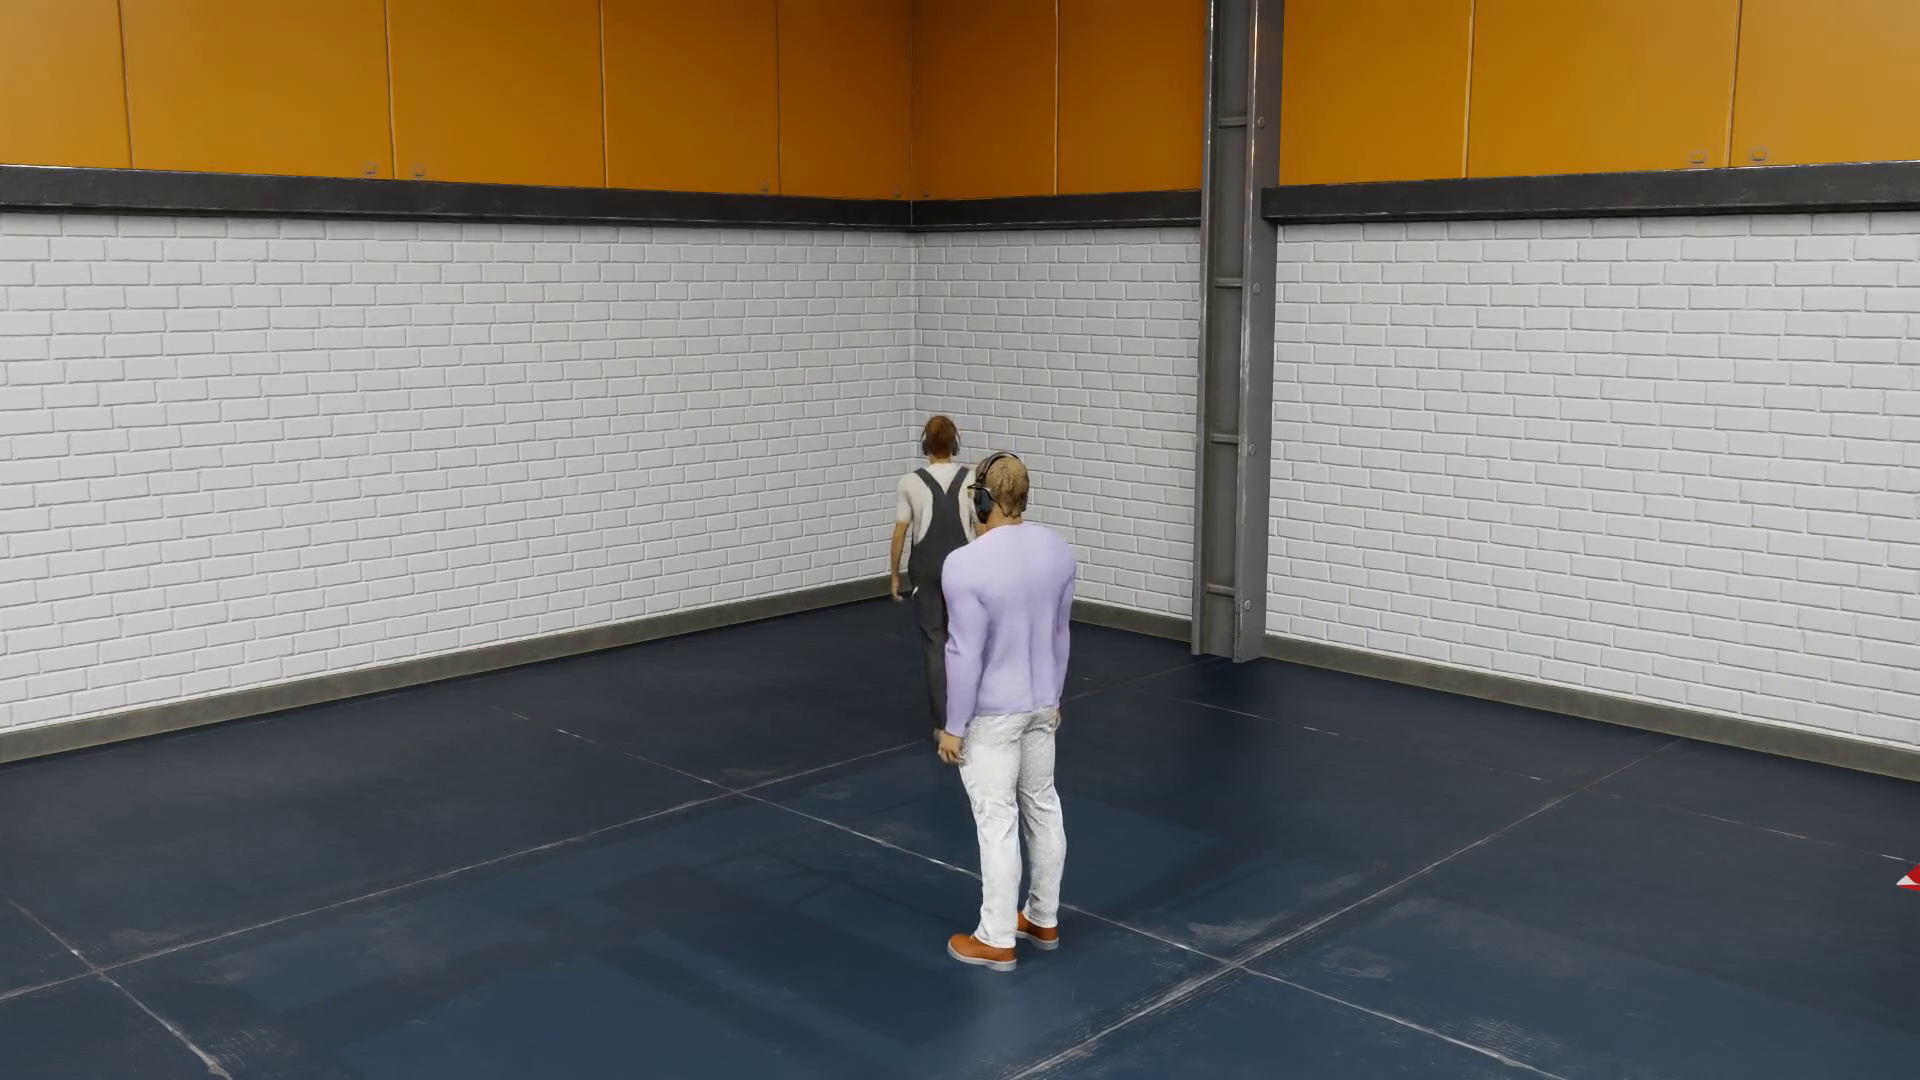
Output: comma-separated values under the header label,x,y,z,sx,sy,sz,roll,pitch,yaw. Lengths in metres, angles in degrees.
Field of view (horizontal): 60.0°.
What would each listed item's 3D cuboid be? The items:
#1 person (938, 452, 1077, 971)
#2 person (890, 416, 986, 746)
label,x,y,z,sx,sy,sz,roll,pitch,yaw
person,0.168,0.637,6.219,0.629,1.940,0.377,-9,13,-43
person,-0.124,0.198,9.351,0.533,1.791,0.953,-2,9,-10
